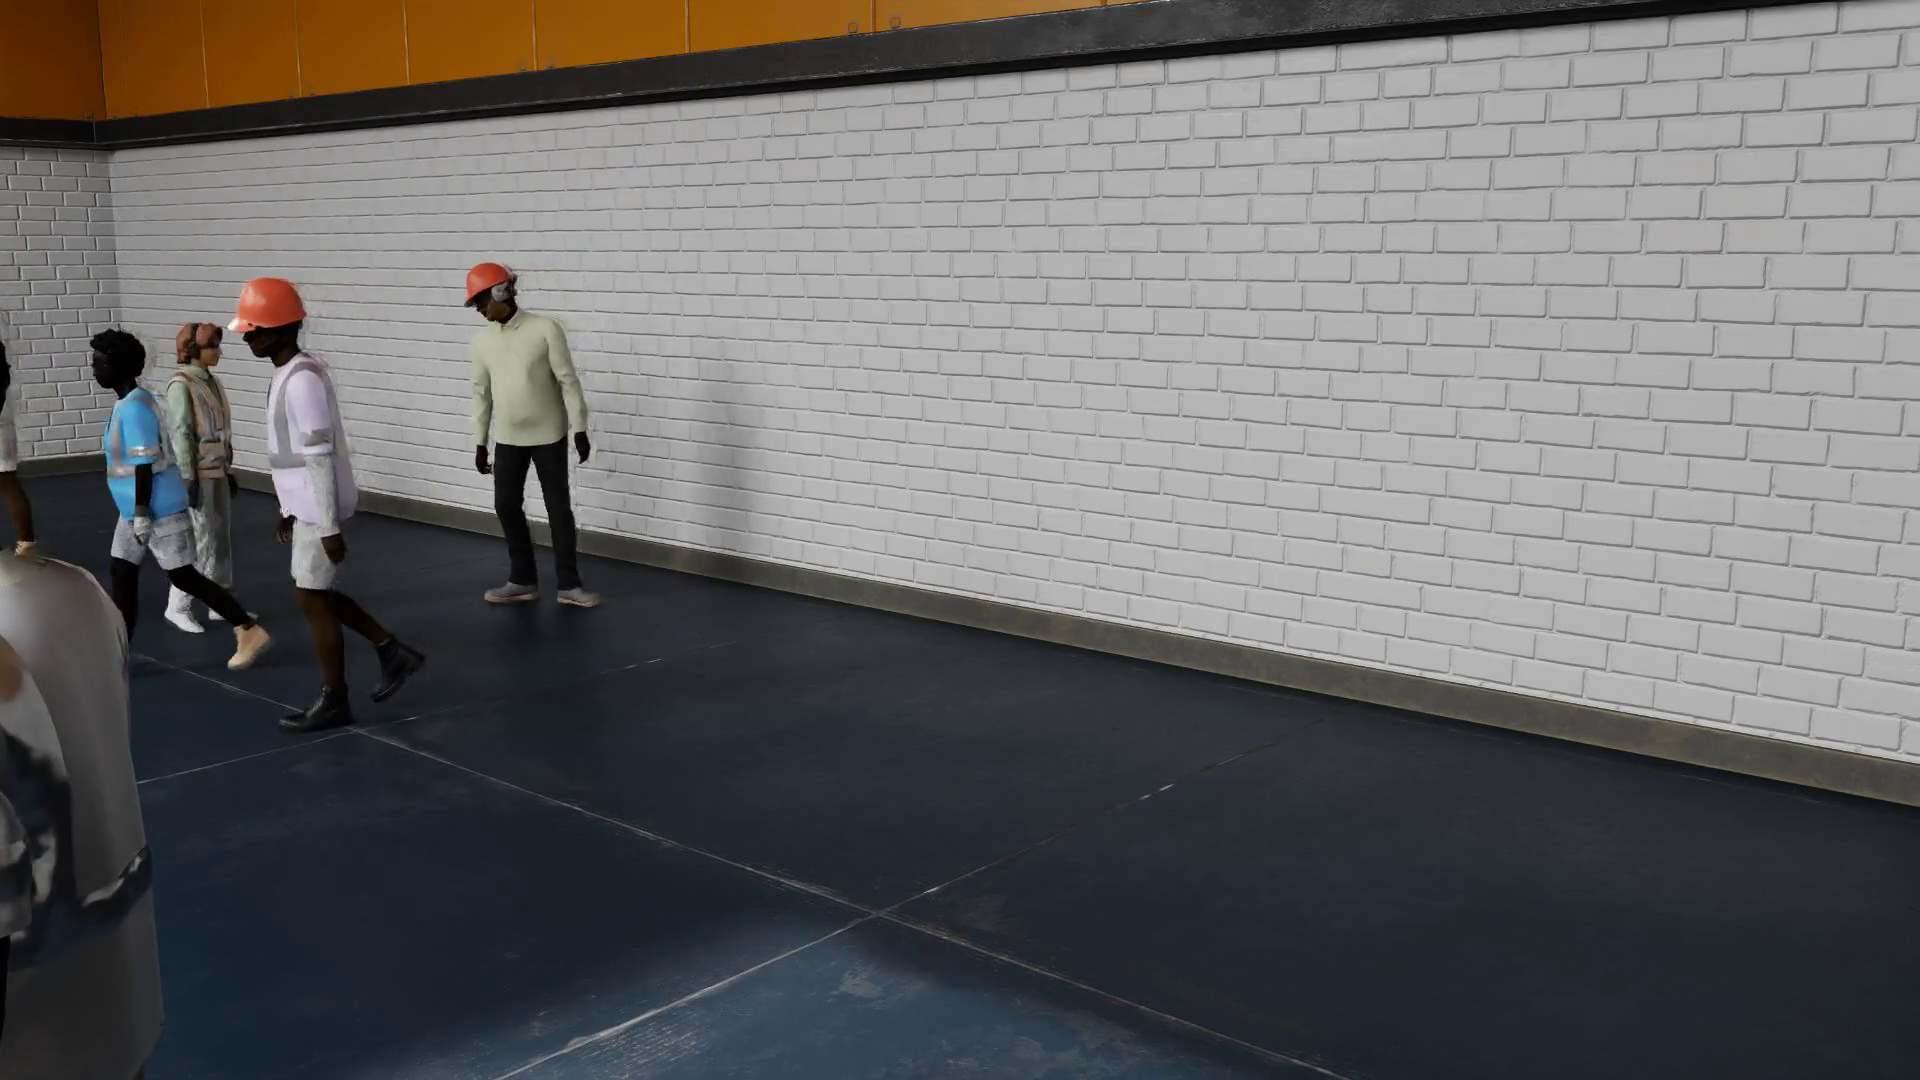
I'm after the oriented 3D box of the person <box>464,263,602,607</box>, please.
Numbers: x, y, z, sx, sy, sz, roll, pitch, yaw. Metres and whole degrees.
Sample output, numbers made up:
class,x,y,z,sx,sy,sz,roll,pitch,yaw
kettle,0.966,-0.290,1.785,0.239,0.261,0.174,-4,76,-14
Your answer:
class,x,y,z,sx,sy,sz,roll,pitch,yaw
person,-2.378,-0.570,9.338,0.763,1.946,0.386,3,10,14

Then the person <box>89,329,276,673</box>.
class,x,y,z,sx,sy,sz,roll,pitch,yaw
person,-3.722,-0.164,7.794,0.857,1.661,0.539,-7,12,-33

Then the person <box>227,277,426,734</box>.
class,x,y,z,sx,sy,sz,roll,pitch,yaw
person,-2.652,-0.138,6.947,0.655,1.905,0.565,-5,11,-25

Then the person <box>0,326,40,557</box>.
class,x,y,z,sx,sy,sz,roll,pitch,yaw
person,-6.050,-0.741,10.064,0.631,2.008,0.830,7,12,36

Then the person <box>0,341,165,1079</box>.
class,x,y,z,sx,sy,sz,roll,pitch,yaw
person,-1.240,0.675,2.155,0.366,1.962,0.614,-2,10,-11

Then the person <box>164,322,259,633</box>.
class,x,y,z,sx,sy,sz,roll,pitch,yaw
person,-4.025,-0.335,8.853,0.323,1.642,0.532,0,10,-2
